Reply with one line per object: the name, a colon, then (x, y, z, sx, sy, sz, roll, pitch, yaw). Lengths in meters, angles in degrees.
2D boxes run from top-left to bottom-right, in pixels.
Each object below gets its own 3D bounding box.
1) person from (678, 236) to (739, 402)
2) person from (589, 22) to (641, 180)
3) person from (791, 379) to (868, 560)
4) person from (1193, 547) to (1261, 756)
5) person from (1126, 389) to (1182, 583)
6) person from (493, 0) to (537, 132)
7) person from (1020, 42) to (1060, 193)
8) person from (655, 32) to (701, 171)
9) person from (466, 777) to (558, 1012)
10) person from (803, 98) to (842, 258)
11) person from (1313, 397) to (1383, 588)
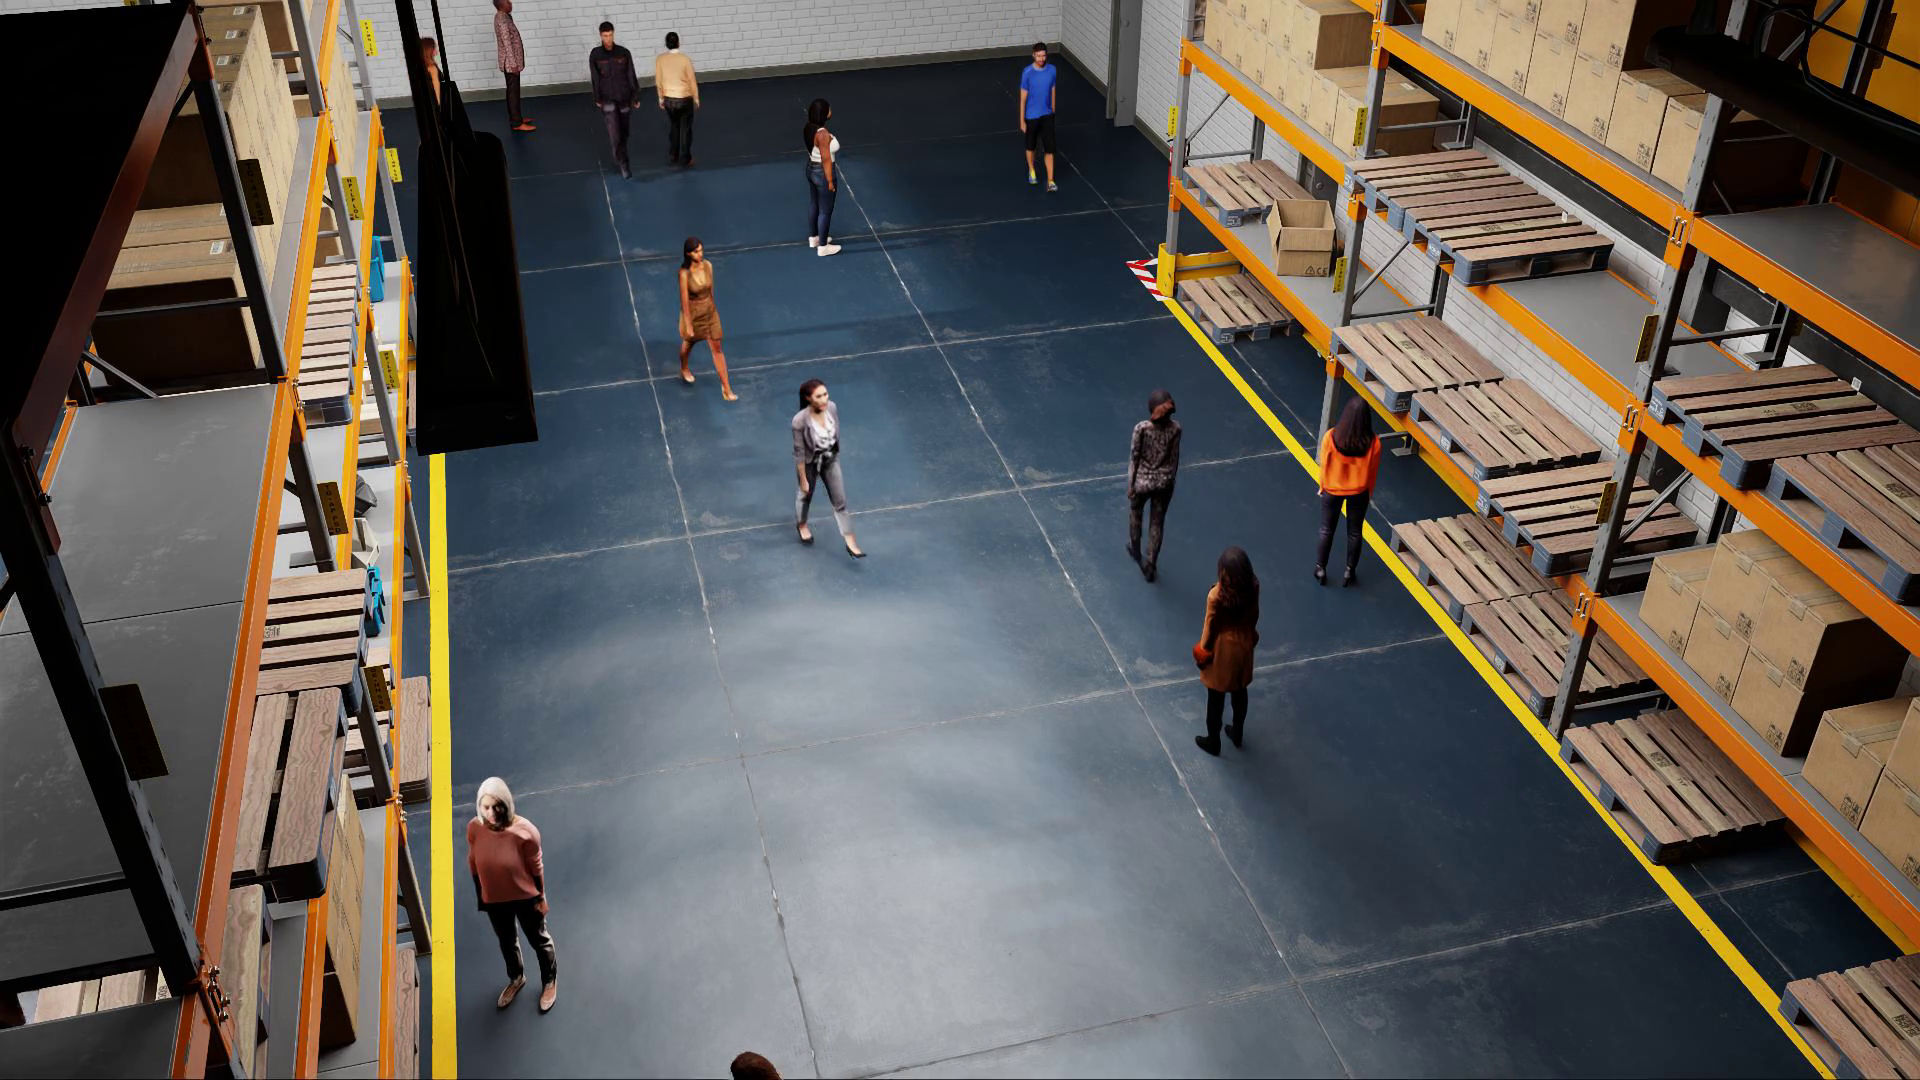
person: (-2.600, -2.173, 16.235, 0.937, 1.638, 1.163, -28, 43, -36)
person: (-4.415, -5.679, 21.281, 0.849, 1.891, 1.336, -13, 36, -18)
person: (-1.245, -0.627, 13.915, 0.935, 1.631, 1.177, -25, 41, -32)
person: (1.891, 0.781, 11.714, 0.716, 1.723, 0.644, -14, 36, -21)
person: (1.585, -0.408, 13.522, 0.659, 1.701, 0.805, -4, 34, -5)
person: (-6.117, -6.494, 22.583, 0.748, 1.806, 0.540, -11, 35, -16)
person: (0.956, -5.322, 20.796, 0.699, 1.832, 1.110, -6, 34, -9)
person: (-3.631, -5.582, 21.272, 0.774, 1.740, 0.791, 9, 35, 13)
person: (-2.627, 2.070, 9.773, 0.675, 1.724, 0.654, 4, 34, 6)
person: (-1.609, -4.173, 19.090, 0.740, 1.808, 0.599, -15, 37, -22)
person: (3.123, -0.388, 13.450, 0.705, 1.748, 0.709, 7, 34, 10)
